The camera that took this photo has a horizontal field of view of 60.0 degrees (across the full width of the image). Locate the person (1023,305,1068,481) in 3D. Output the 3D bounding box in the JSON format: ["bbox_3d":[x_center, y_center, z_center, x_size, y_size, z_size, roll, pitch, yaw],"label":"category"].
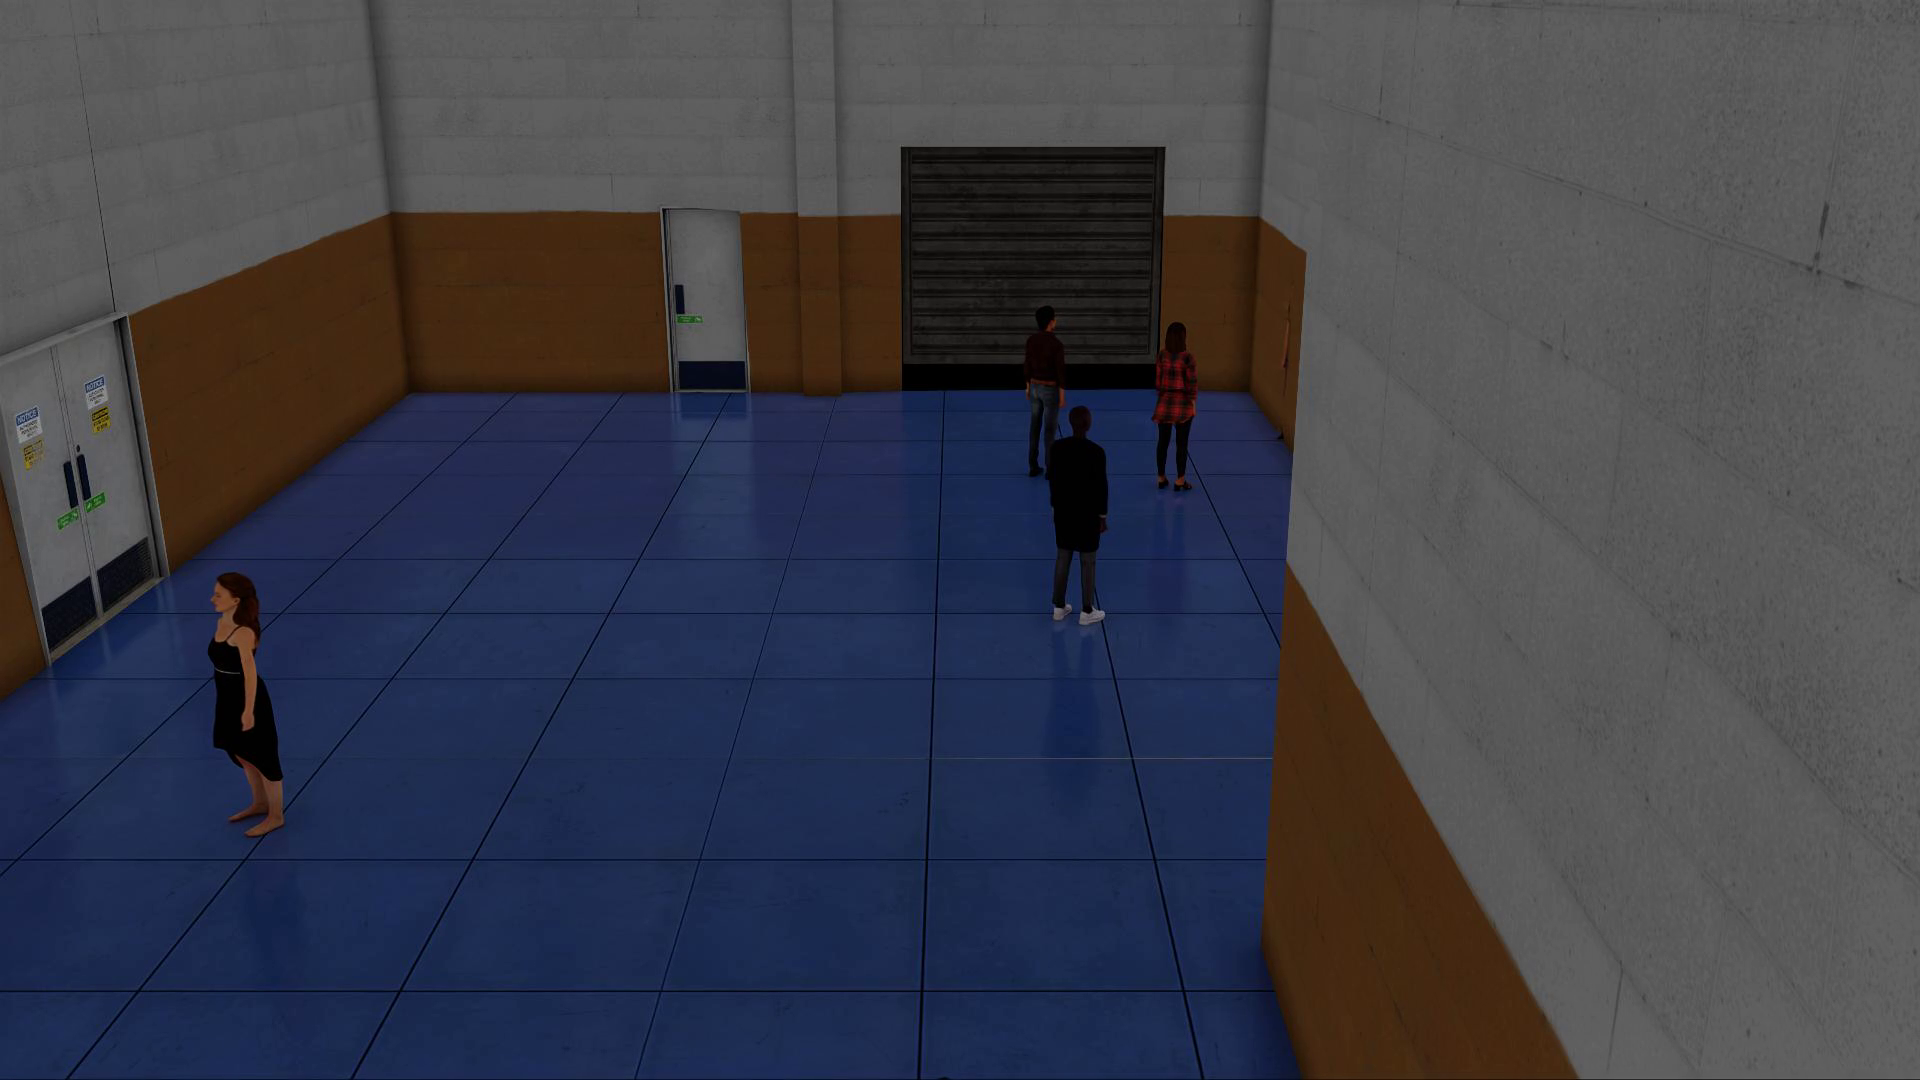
[{"bbox_3d":[0.855,-1.506,16.964,0.686,1.781,0.769,15,24,37],"label":"person"}]

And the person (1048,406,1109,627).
[{"bbox_3d":[0.919,-0.203,13.131,0.671,1.762,0.792,11,21,29],"label":"person"}]

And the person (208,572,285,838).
[{"bbox_3d":[-4.247,0.961,9.893,0.731,1.624,0.678,-16,24,-39],"label":"person"}]

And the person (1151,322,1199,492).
[{"bbox_3d":[2.141,-1.332,16.575,0.672,1.700,0.761,13,23,34],"label":"person"}]
